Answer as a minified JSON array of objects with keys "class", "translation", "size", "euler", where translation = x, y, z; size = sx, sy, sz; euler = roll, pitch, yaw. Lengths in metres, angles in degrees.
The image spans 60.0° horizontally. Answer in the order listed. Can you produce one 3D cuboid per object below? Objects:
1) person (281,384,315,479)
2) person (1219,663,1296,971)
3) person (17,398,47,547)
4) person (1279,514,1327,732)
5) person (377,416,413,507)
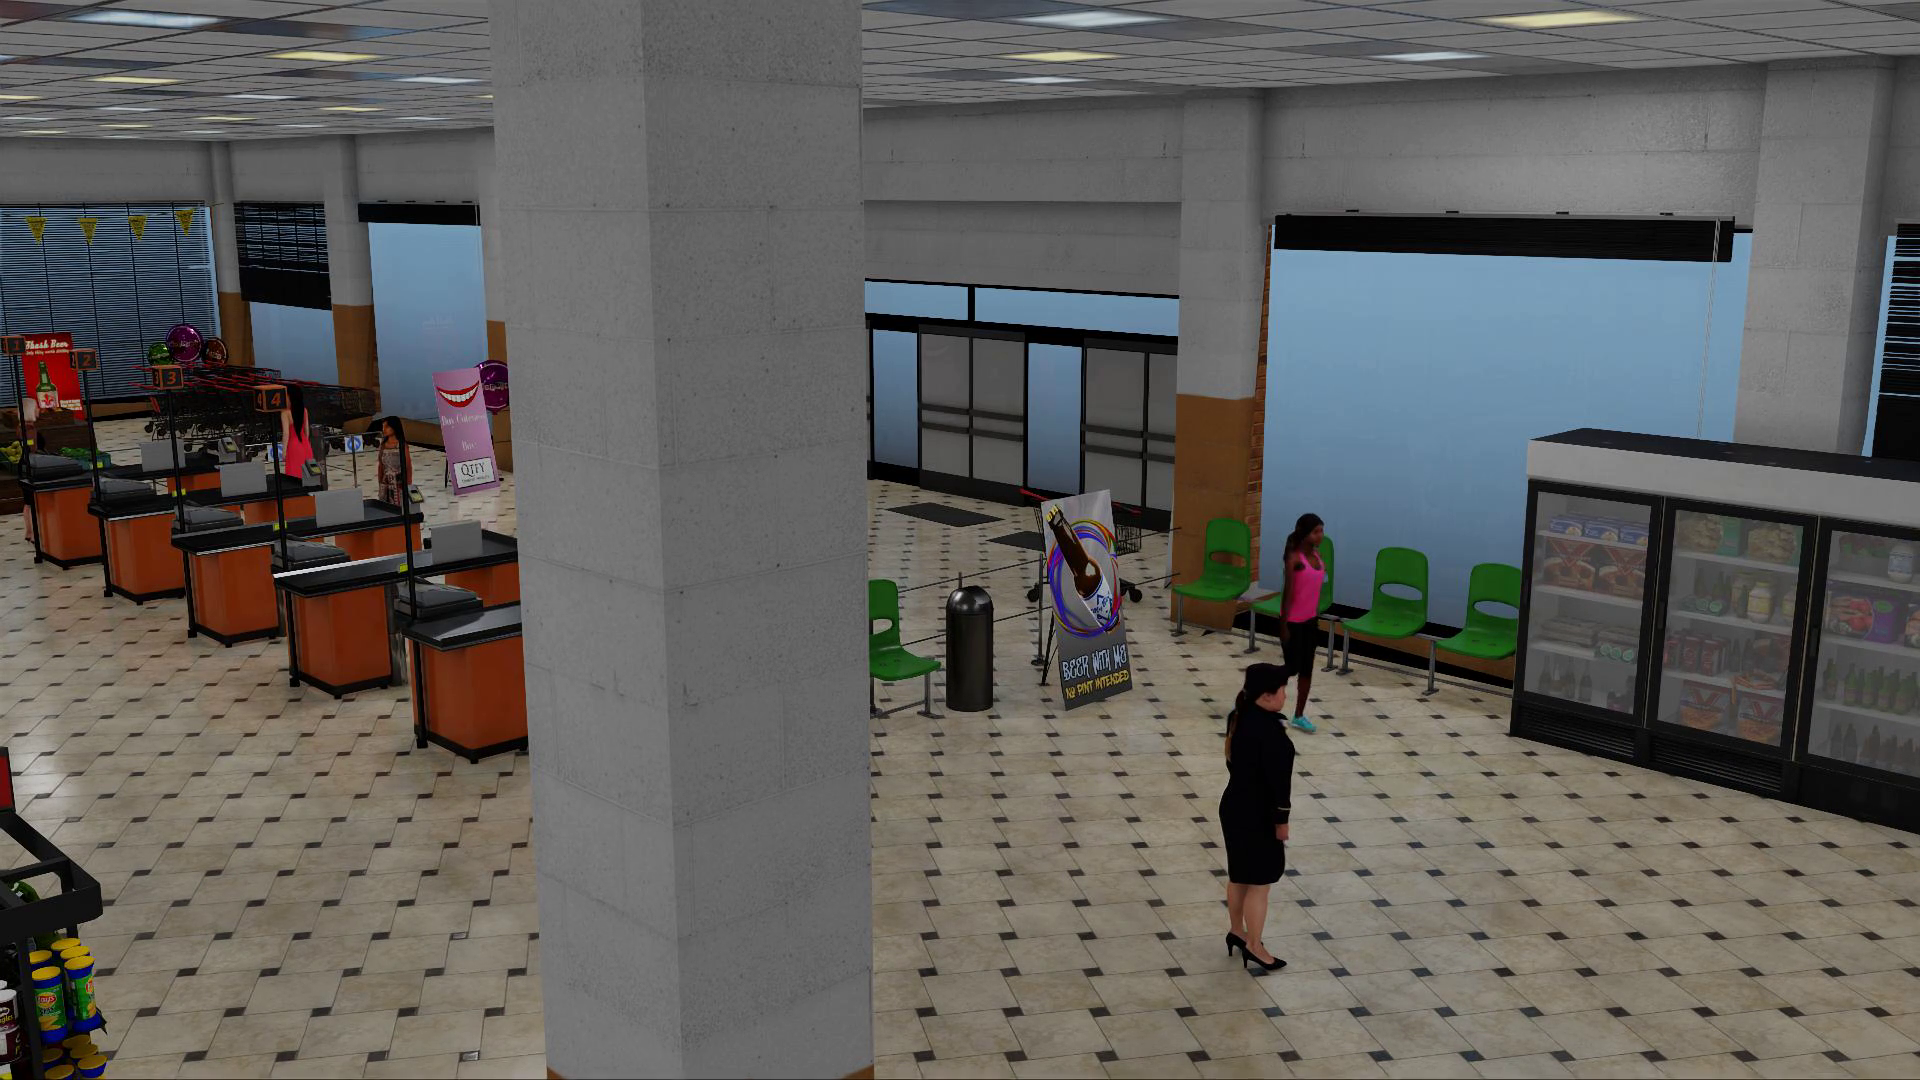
[{"class":"person","translation":[-8.410,-1.129,21.121],"size":[0.752,1.727,0.627],"euler":[5,13,24]},{"class":"person","translation":[1.579,1.473,8.908],"size":[0.800,1.668,0.797],"euler":[-4,12,-16]},{"class":"person","translation":[-10.889,-0.793,19.493],"size":[0.526,1.742,0.585],"euler":[-11,16,-41]},{"class":"person","translation":[2.552,0.623,12.845],"size":[0.796,1.709,0.728],"euler":[-9,15,-37]},{"class":"person","translation":[-6.346,-0.584,18.734],"size":[0.716,1.645,0.662],"euler":[5,13,23]}]
